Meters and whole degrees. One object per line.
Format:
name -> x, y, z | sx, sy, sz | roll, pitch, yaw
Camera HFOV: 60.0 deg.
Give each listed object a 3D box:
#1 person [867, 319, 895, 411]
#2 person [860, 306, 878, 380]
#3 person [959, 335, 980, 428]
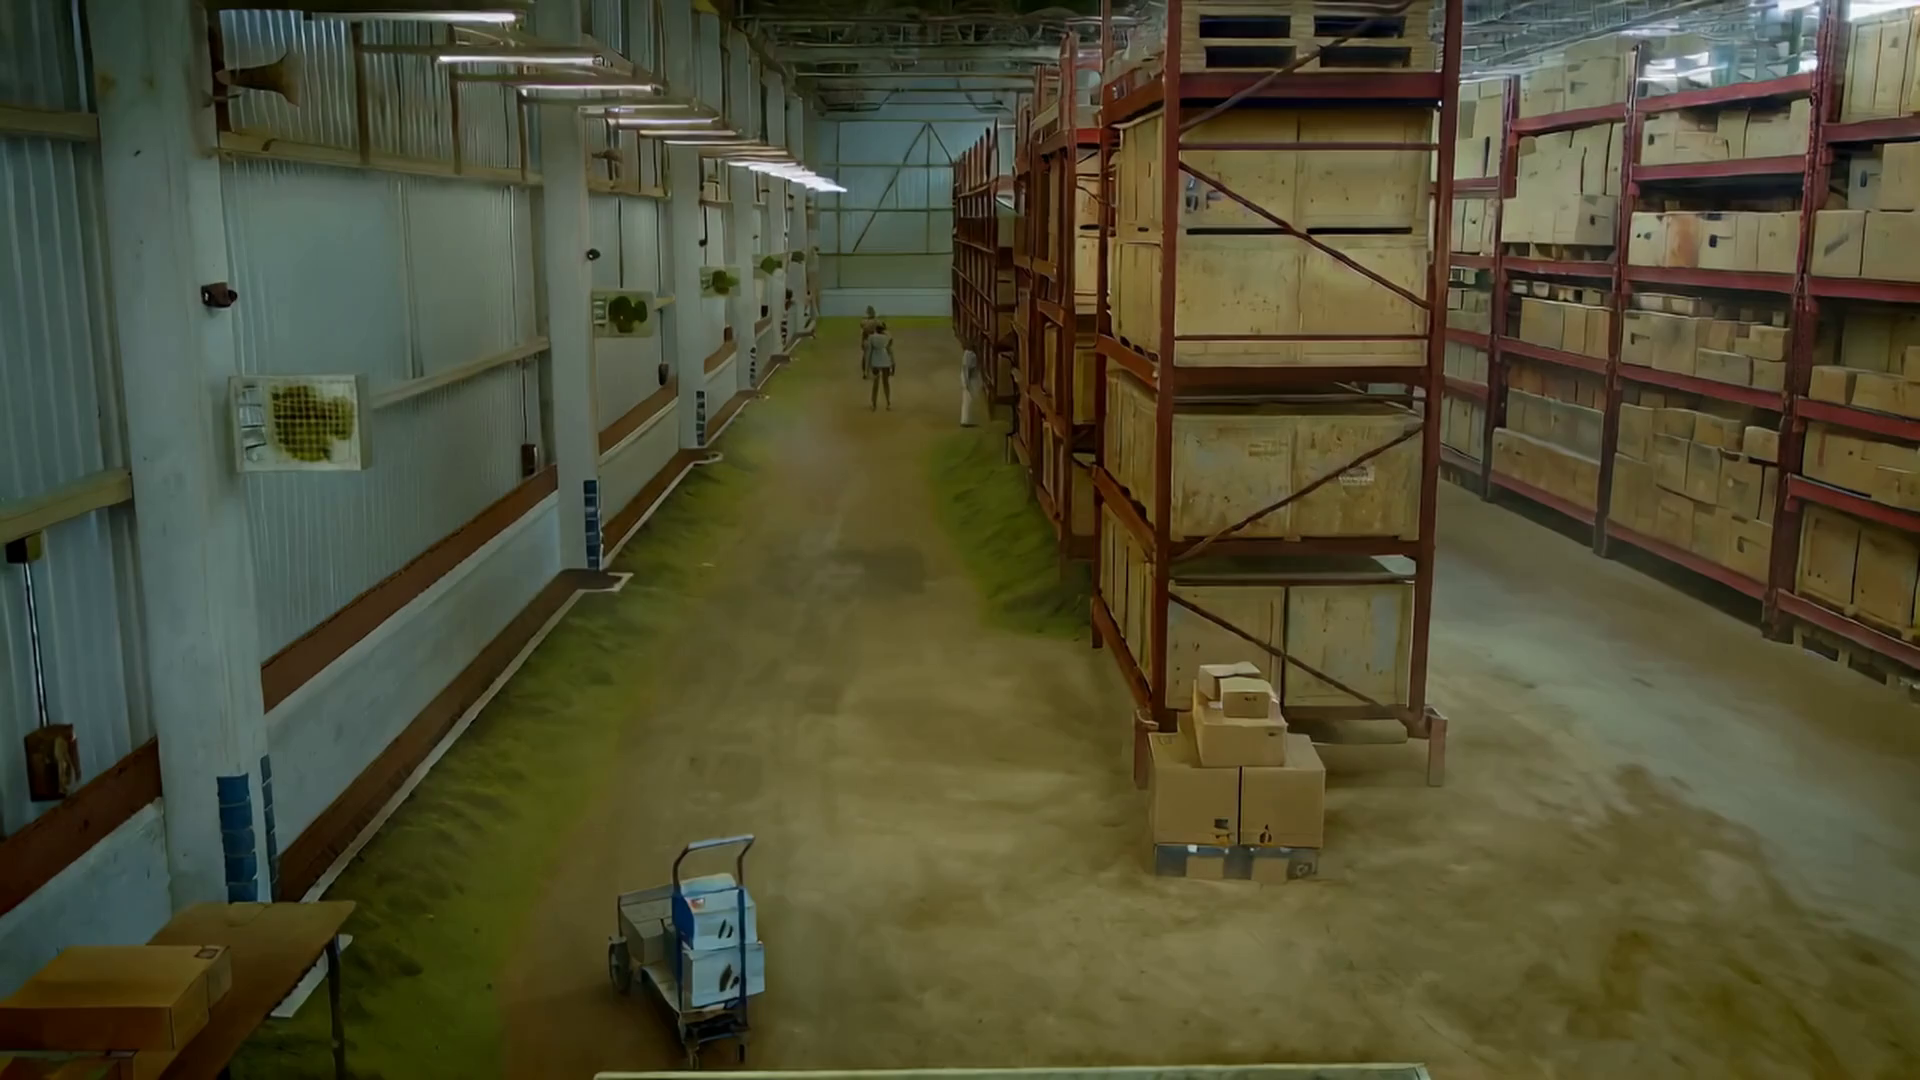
person -> -1.692, -3.751, 35.706 | 0.617, 1.986, 0.408 | -3, 11, -15
person -> -2.285, -5.067, 42.756 | 0.586, 1.911, 0.398 | -6, 12, -28
person -> 0.212, -3.139, 32.943 | 0.426, 1.825, 0.624 | 5, 12, 26
